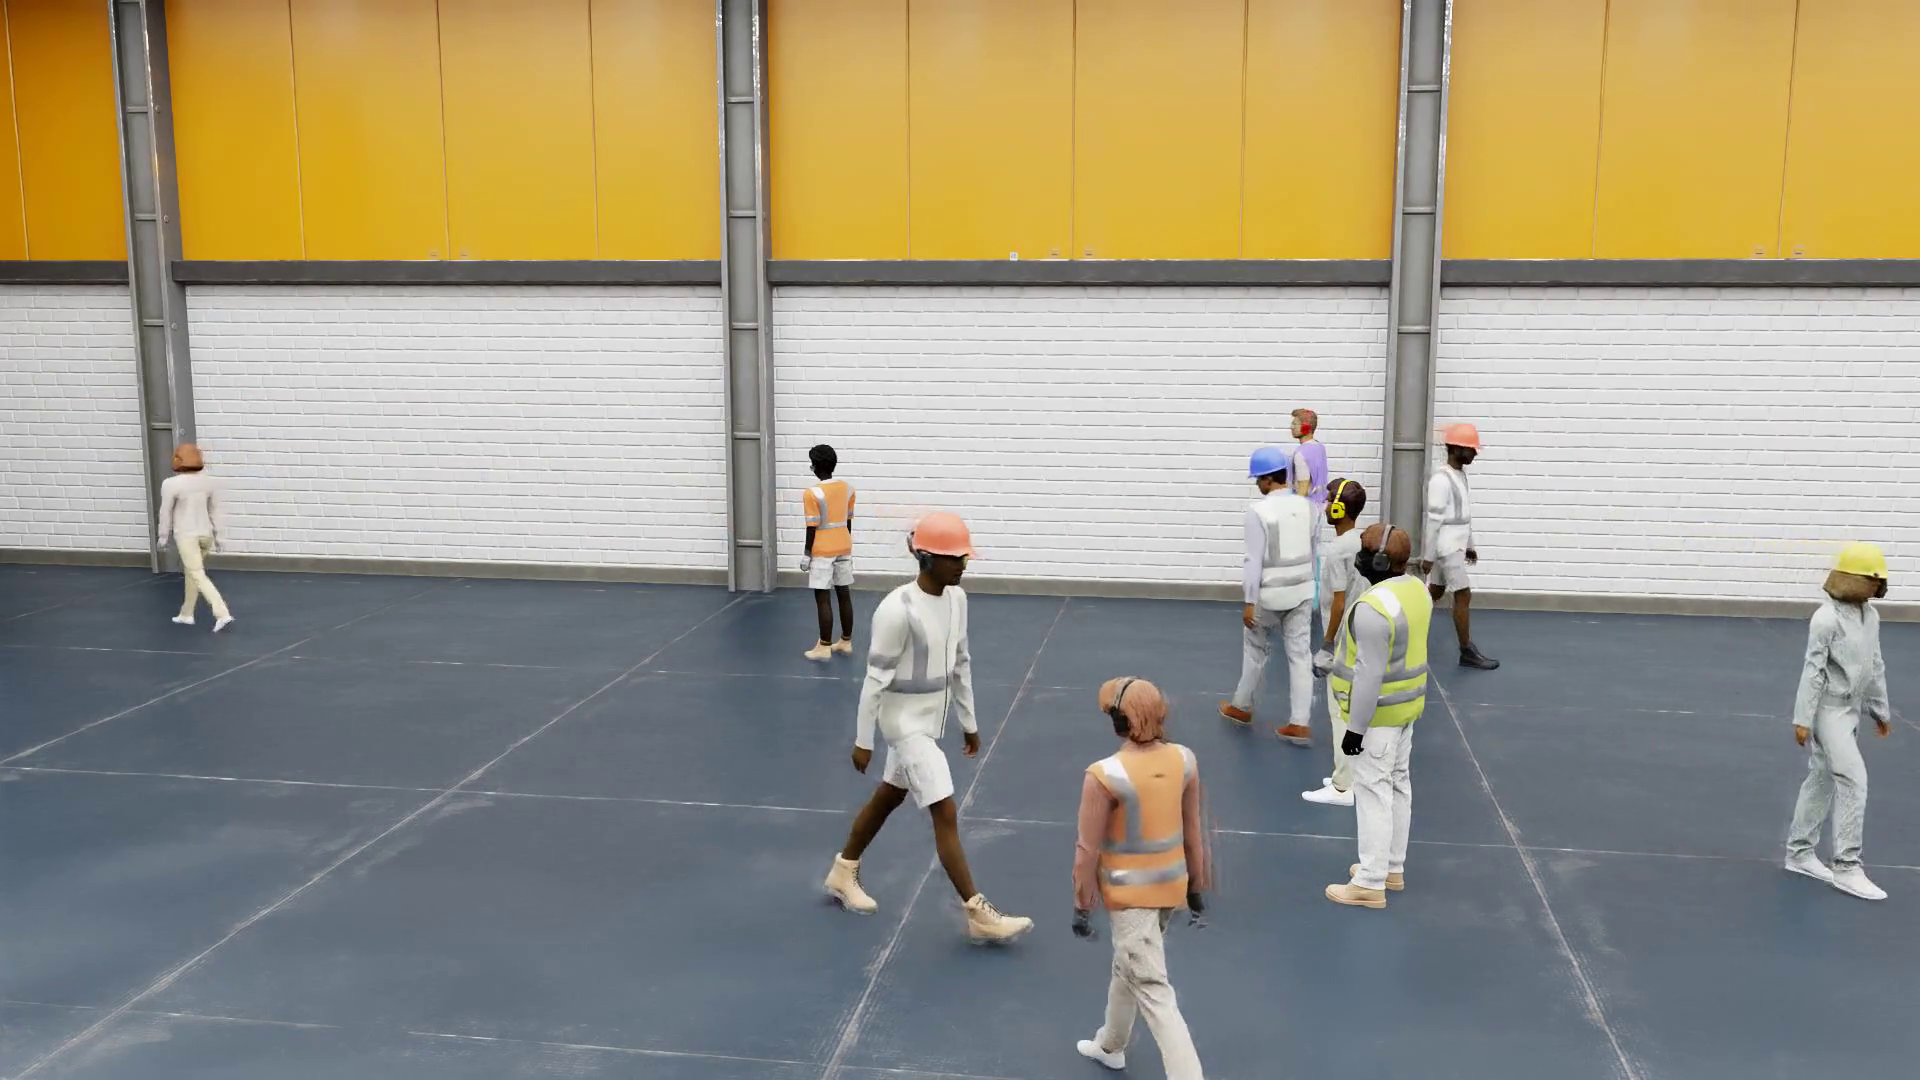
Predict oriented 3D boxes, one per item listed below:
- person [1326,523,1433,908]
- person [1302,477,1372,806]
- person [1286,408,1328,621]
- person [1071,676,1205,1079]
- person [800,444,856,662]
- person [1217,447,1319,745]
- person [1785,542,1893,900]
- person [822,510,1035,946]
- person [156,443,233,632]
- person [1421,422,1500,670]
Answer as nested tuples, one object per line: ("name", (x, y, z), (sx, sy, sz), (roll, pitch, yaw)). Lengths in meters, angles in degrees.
("person", (2.000, 0.831, 7.980), (0.429, 1.846, 0.626), (6, 11, 35))
("person", (2.172, 0.576, 9.466), (0.327, 1.874, 0.517), (7, 12, 37))
("person", (3.004, -0.217, 14.430), (0.376, 1.844, 0.572), (5, 10, 27))
("person", (0.675, 1.287, 5.969), (0.526, 1.593, 0.860), (-7, 12, -38))
("person", (-1.030, 0.098, 12.963), (0.321, 1.692, 0.530), (7, 12, 39))
("person", (2.022, 0.342, 10.819), (0.661, 1.886, 0.911), (-5, 11, -29))
("person", (4.378, 0.869, 8.090), (0.512, 1.716, 0.684), (-7, 11, -36))
("person", (-0.188, 0.828, 7.623), (1.158, 1.967, 0.624), (5, 10, 27))
("person", (-6.442, -0.025, 14.044), (0.862, 1.589, 0.496), (5, 10, 26))
("person", (3.680, 0.027, 12.788), (0.938, 1.908, 0.554), (5, 10, 29))
